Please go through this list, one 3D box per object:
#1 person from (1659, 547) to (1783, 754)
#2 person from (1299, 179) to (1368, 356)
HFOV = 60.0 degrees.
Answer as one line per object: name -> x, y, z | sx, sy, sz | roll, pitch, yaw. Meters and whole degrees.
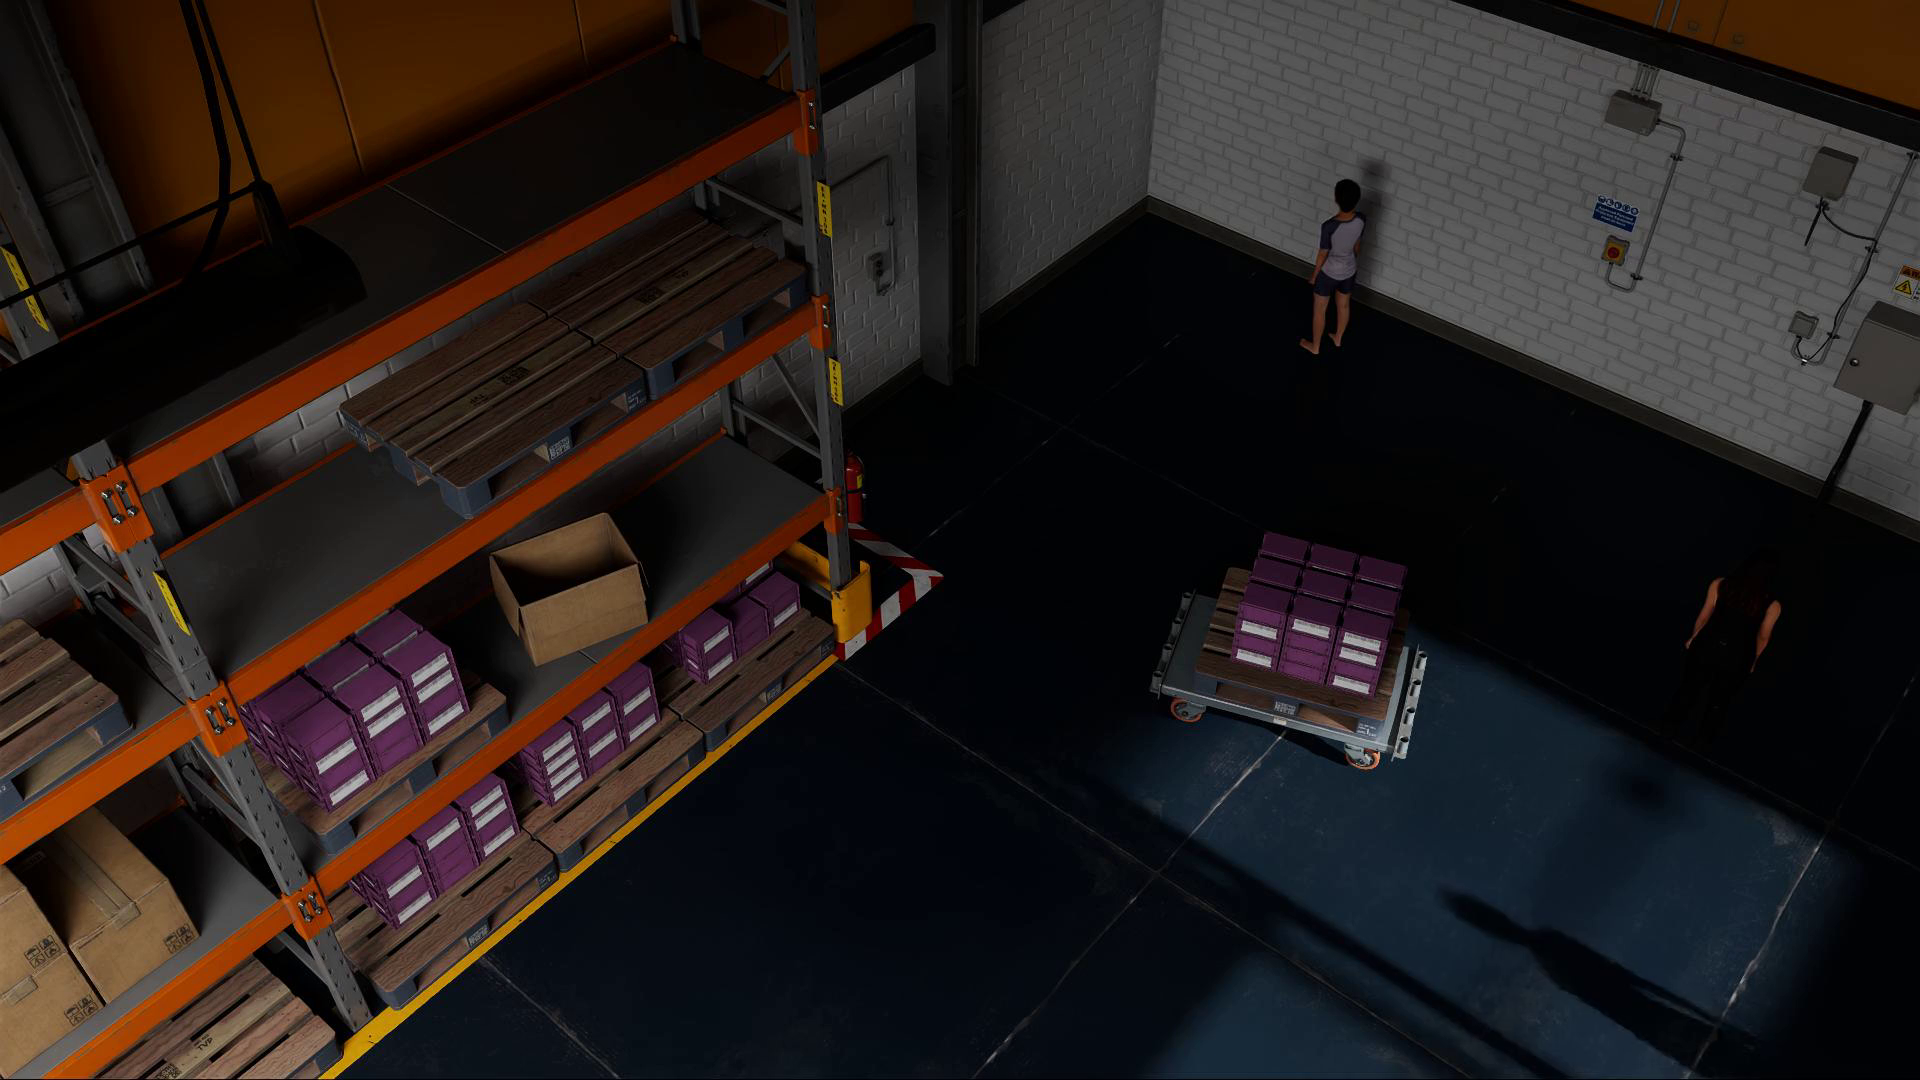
person -> 4.697, 0.686, 10.247 | 0.607, 1.688, 0.584 | 24, 49, 23
person -> 3.023, -2.194, 13.357 | 0.593, 1.567, 0.701 | -17, 46, -17
